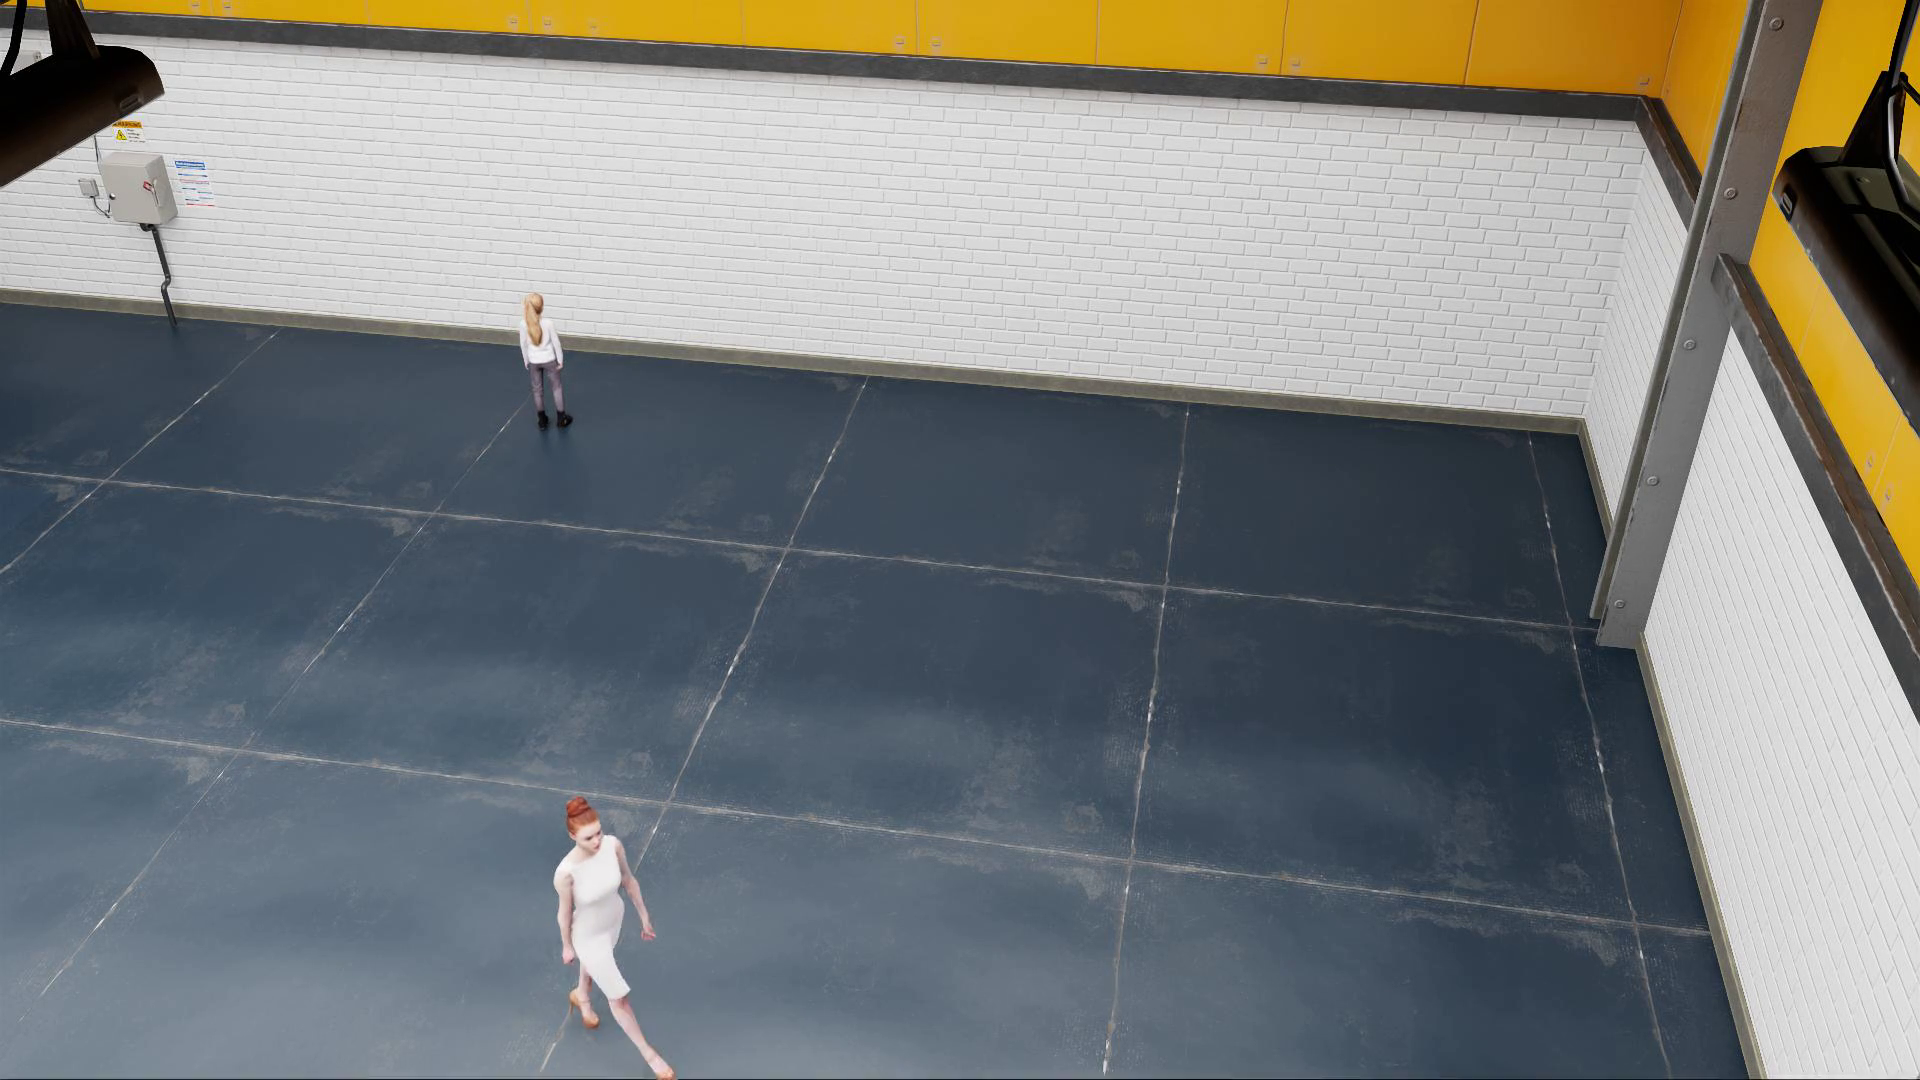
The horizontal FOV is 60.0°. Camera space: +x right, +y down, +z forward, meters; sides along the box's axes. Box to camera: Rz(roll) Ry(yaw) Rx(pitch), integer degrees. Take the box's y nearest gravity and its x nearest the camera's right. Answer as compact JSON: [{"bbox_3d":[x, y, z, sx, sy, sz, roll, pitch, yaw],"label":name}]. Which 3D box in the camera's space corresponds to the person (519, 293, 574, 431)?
[{"bbox_3d":[-3.645,-1.562,14.515,0.525,1.278,0.527,0,34,0],"label":"person"}]

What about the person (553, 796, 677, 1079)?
[{"bbox_3d":[-1.941,2.015,8.710,1.000,1.747,1.091,25,41,32],"label":"person"}]
